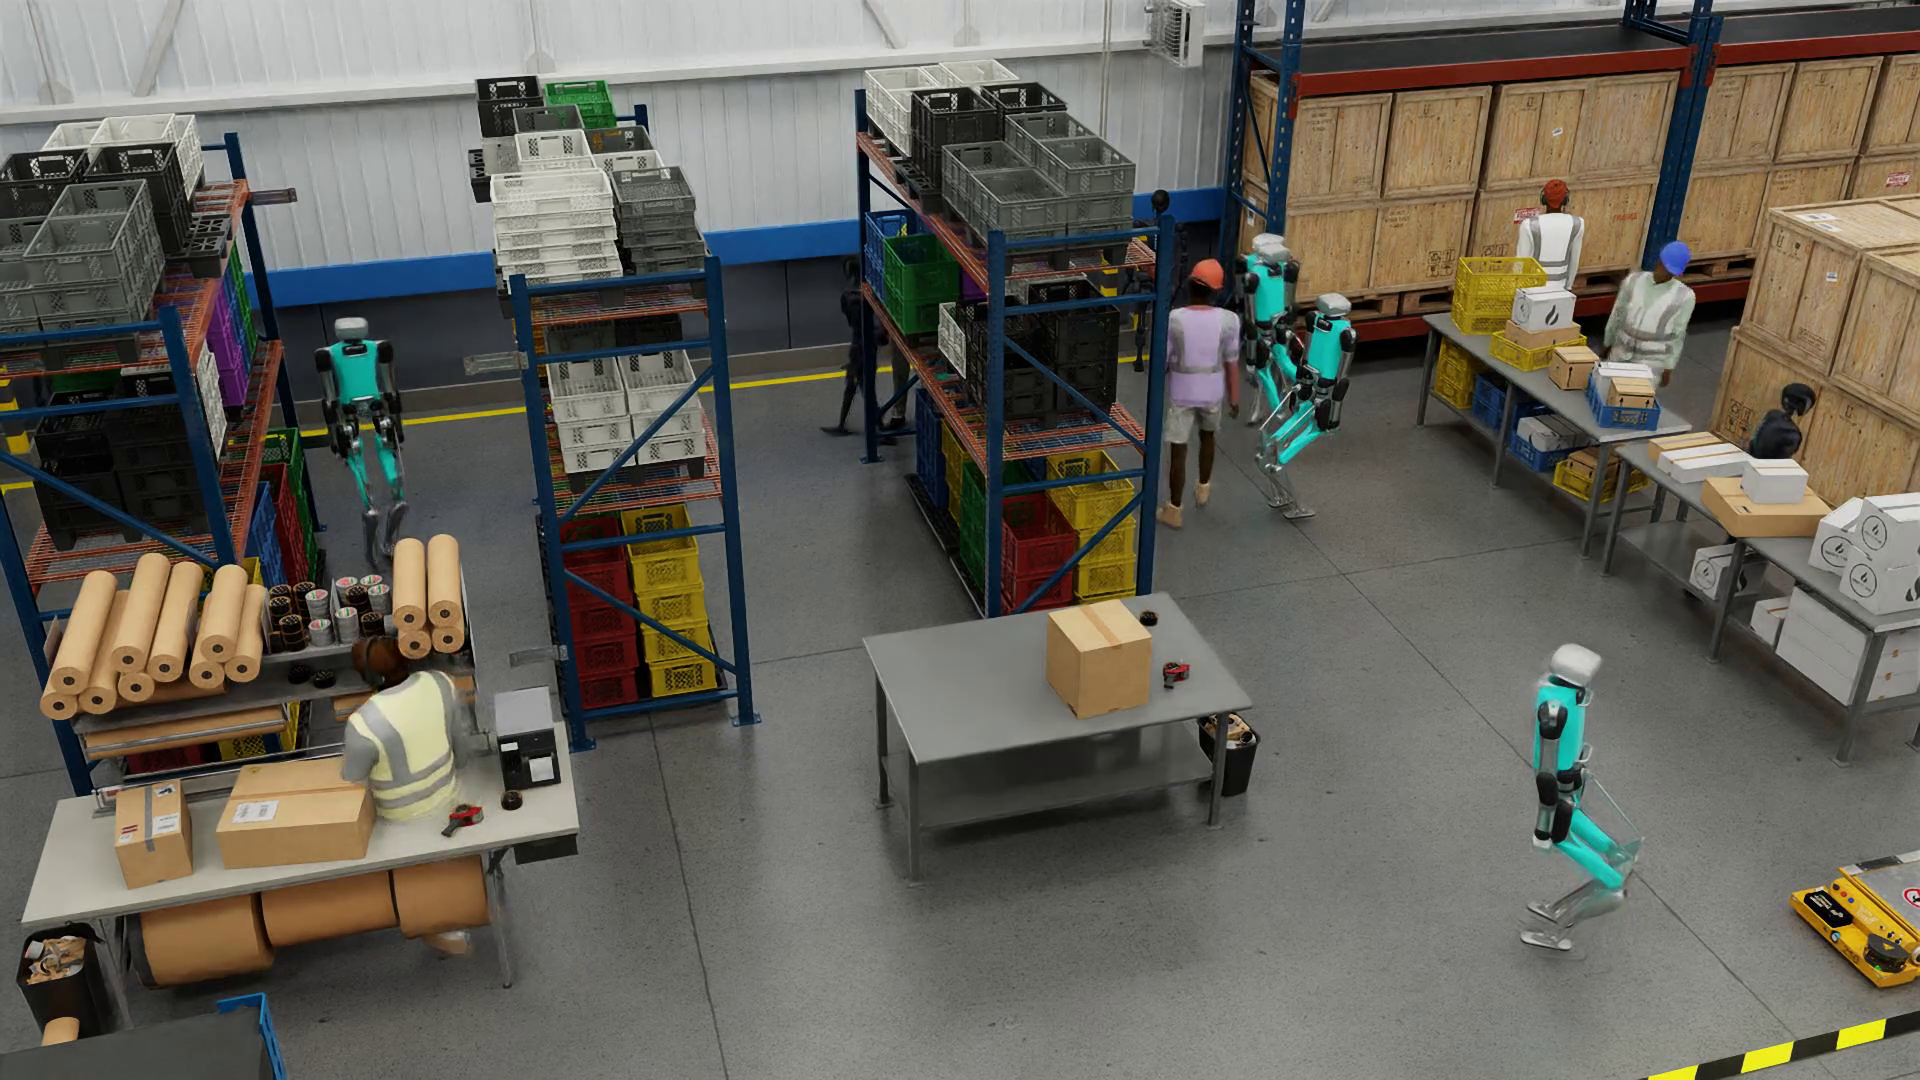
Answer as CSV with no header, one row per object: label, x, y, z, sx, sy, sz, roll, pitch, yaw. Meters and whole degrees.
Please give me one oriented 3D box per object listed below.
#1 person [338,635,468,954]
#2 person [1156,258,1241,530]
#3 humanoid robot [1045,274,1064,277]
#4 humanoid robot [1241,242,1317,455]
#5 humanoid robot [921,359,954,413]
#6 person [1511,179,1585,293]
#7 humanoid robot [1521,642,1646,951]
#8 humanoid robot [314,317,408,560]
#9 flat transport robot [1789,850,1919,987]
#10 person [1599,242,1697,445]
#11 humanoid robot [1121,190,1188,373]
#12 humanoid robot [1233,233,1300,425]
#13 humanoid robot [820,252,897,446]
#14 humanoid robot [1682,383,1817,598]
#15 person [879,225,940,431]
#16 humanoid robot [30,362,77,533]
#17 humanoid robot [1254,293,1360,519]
person,-2.823,1.245,8.304,0.759,1.808,0.615,14,32,23
person,1.750,-1.080,12.354,0.653,1.998,0.708,-1,29,-3
humanoid robot,0.762,-1.731,13.835,0.346,1.648,0.584,8,30,15
humanoid robot,2.609,-1.435,13.273,0.530,1.785,0.815,-22,36,-35
humanoid robot,-0.105,-1.677,13.682,0.645,1.799,0.530,-10,30,-17
person,5.080,-2.221,14.524,0.572,1.886,0.354,-1,29,-2
humanoid robot,3.093,1.309,8.115,0.735,1.677,0.533,15,32,25
humanoid robot,-4.155,-0.614,11.821,0.562,1.839,0.775,-15,32,-25
flat transport robot,5.163,1.916,8.676,1.431,0.231,0.659,-8,30,-14
person,5.376,-1.466,13.136,0.406,1.911,0.652,-25,38,-38
humanoid robot,1.744,-2.321,14.907,0.599,1.657,0.315,7,29,12
humanoid robot,2.580,-1.743,13.836,0.530,1.784,0.799,14,32,24
humanoid robot,-0.848,-1.533,13.523,0.642,1.644,0.584,0,29,-1
humanoid robot,5.383,-0.325,11.308,0.645,1.628,0.601,2,29,3
person,-0.387,-1.722,13.671,0.599,1.829,0.404,7,29,12
humanoid robot,-6.414,-0.758,12.102,0.589,1.636,0.698,2,29,4
humanoid robot,2.483,-0.964,12.287,0.735,1.689,0.530,-13,31,-23
